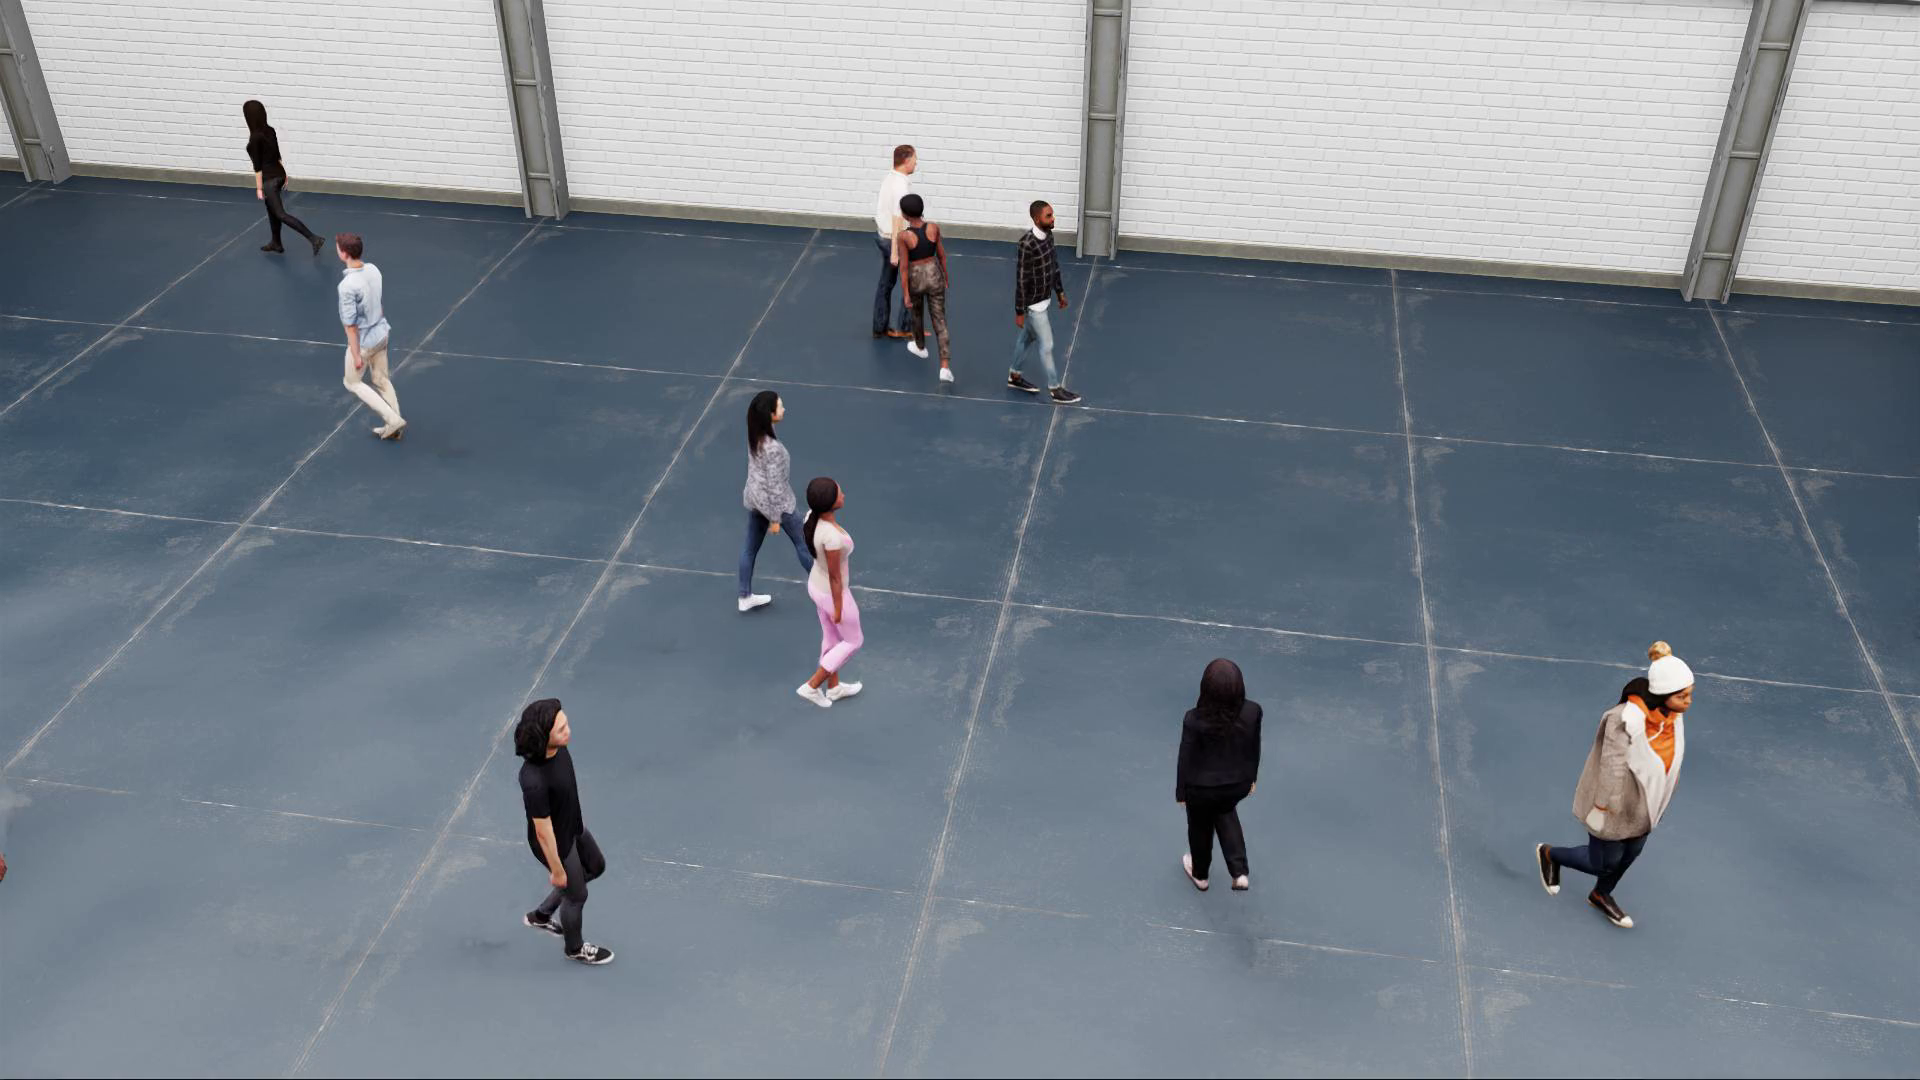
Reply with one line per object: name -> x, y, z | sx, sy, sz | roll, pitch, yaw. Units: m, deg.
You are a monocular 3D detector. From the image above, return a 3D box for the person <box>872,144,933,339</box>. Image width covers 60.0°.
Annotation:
person -> -0.693, -2.681, 15.161 | 0.906, 1.815, 0.853 | -5, 34, -7

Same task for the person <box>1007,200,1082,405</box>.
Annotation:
person -> 0.562, -2.069, 14.258 | 1.089, 1.796, 0.882 | 16, 37, 22

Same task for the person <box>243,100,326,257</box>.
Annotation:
person -> -6.847, -3.599, 16.719 | 1.002, 1.619, 0.571 | 6, 34, 8

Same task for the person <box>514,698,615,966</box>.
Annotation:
person -> -2.200, 1.548, 8.794 | 0.769, 1.820, 0.715 | 0, 34, 0

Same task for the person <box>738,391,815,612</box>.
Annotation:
person -> -1.409, -0.230, 11.578 | 1.139, 1.700, 1.043 | -19, 38, -26

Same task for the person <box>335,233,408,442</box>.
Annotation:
person -> -4.736, -1.602, 13.520 | 0.711, 1.835, 0.695 | 10, 35, 14

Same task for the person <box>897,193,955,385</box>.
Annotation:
person -> -0.284, -2.165, 14.537 | 1.206, 1.646, 1.072 | -7, 34, -10

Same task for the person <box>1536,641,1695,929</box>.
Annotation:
person -> 3.566, 1.314, 9.098 | 0.946, 1.874, 1.001 | -18, 38, -25

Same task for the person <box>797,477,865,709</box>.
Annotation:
person -> -0.912, 0.369, 10.647 | 0.858, 1.732, 0.786 | -17, 37, -24

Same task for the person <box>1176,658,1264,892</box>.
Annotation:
person -> 1.452, 1.392, 9.224 | 0.861, 1.603, 0.893 | -12, 35, -17
